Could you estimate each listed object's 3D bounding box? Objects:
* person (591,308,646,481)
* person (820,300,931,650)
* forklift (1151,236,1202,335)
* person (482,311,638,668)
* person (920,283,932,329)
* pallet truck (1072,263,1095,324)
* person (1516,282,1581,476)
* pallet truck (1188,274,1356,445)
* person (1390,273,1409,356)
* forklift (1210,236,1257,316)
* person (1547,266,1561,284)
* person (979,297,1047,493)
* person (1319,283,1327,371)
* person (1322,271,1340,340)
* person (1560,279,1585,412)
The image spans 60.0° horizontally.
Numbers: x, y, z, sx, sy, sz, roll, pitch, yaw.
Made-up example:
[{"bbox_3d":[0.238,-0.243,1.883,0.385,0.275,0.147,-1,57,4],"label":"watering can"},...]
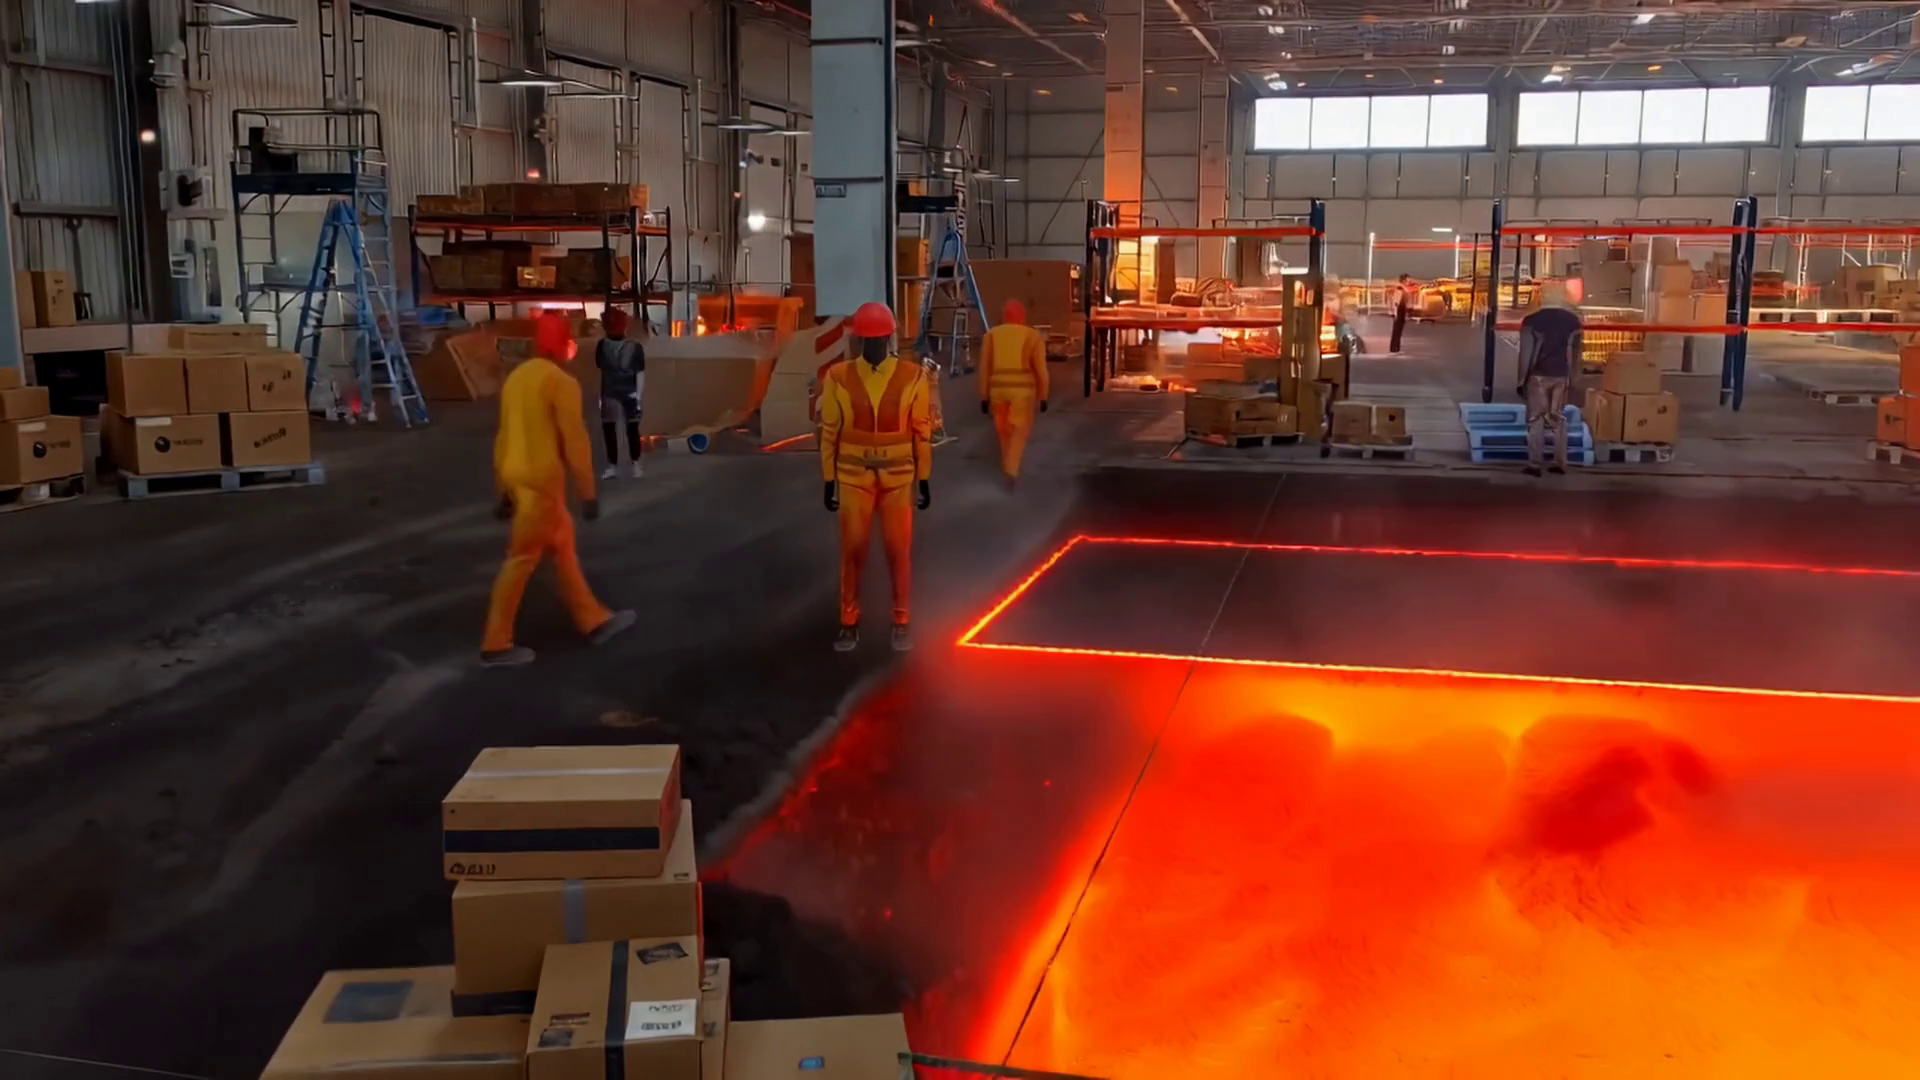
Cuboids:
[{"bbox_3d":[-3.332,-1.413,16.253,0.563,1.683,0.328,2,10,14],"label":"person"},{"bbox_3d":[-0.466,-0.349,9.208,0.614,1.943,0.397,0,10,-1],"label":"person"},{"bbox_3d":[5.866,-7.214,46.878,1.873,2.768,1.129,2,10,14],"label":"forklift"},{"bbox_3d":[-2.189,-0.286,9.017,1.027,1.877,0.628,-8,12,-39],"label":"person"},{"bbox_3d":[-0.936,-7.356,50.524,0.544,1.929,0.386,-4,11,-24],"label":"person"},{"bbox_3d":[4.325,-8.180,55.162,0.823,1.965,1.885,6,11,31],"label":"pallet truck"},{"bbox_3d":[5.844,-1.598,16.590,0.629,1.936,0.372,-1,10,-9],"label":"person"},{"bbox_3d":[3.653,-2.138,19.590,1.885,1.965,0.823,-4,10,-20],"label":"pallet truck"},{"bbox_3d":[9.740,-4.979,36.816,0.360,1.838,0.500,7,12,36],"label":"person"},{"bbox_3d":[8.697,-7.882,50.812,1.873,2.768,1.129,-2,10,-14],"label":"forklift"},{"bbox_3d":[18.238,-7.487,51.335,0.784,1.921,0.554,0,10,-1],"label":"person"},{"bbox_3d":[0.484,-1.349,15.497,0.628,1.819,0.849,3,10,17],"label":"person"},{"bbox_3d":[6.857,-4.108,31.968,0.485,1.738,0.322,-4,11,-24],"label":"person"},{"bbox_3d":[9.787,-6.242,44.245,0.595,1.842,0.979,-3,10,-18],"label":"person"},{"bbox_3d":[8.592,-2.746,23.504,0.831,1.879,0.615,4,11,23],"label":"person"}]
